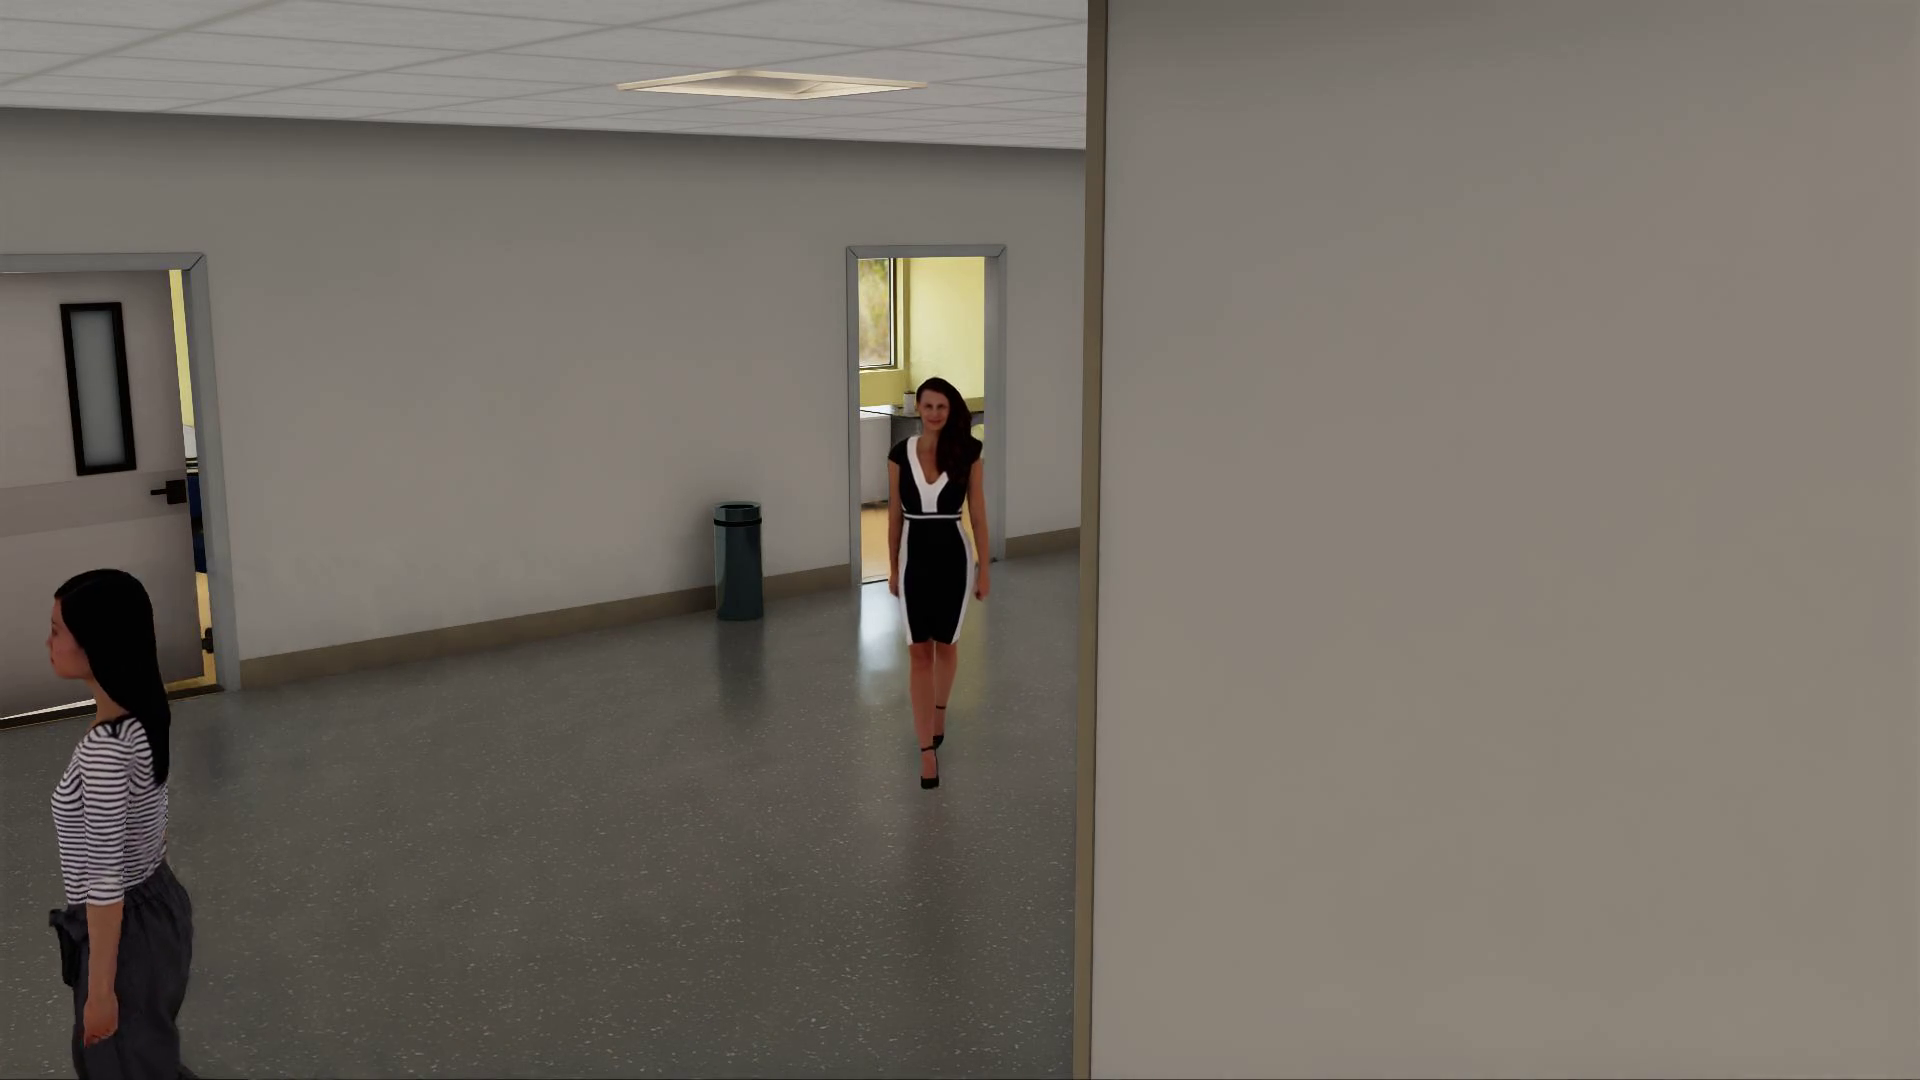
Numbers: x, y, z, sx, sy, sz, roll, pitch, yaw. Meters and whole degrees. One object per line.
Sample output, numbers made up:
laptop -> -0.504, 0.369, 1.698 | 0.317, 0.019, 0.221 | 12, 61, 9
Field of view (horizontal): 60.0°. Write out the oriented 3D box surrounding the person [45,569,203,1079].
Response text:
person -> -1.747, 0.903, 3.730 | 0.830, 1.724, 0.753 | -3, 11, -16

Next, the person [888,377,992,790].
person -> -0.102, 0.184, 7.465 | 1.125, 1.745, 1.140 | 0, 11, 1
